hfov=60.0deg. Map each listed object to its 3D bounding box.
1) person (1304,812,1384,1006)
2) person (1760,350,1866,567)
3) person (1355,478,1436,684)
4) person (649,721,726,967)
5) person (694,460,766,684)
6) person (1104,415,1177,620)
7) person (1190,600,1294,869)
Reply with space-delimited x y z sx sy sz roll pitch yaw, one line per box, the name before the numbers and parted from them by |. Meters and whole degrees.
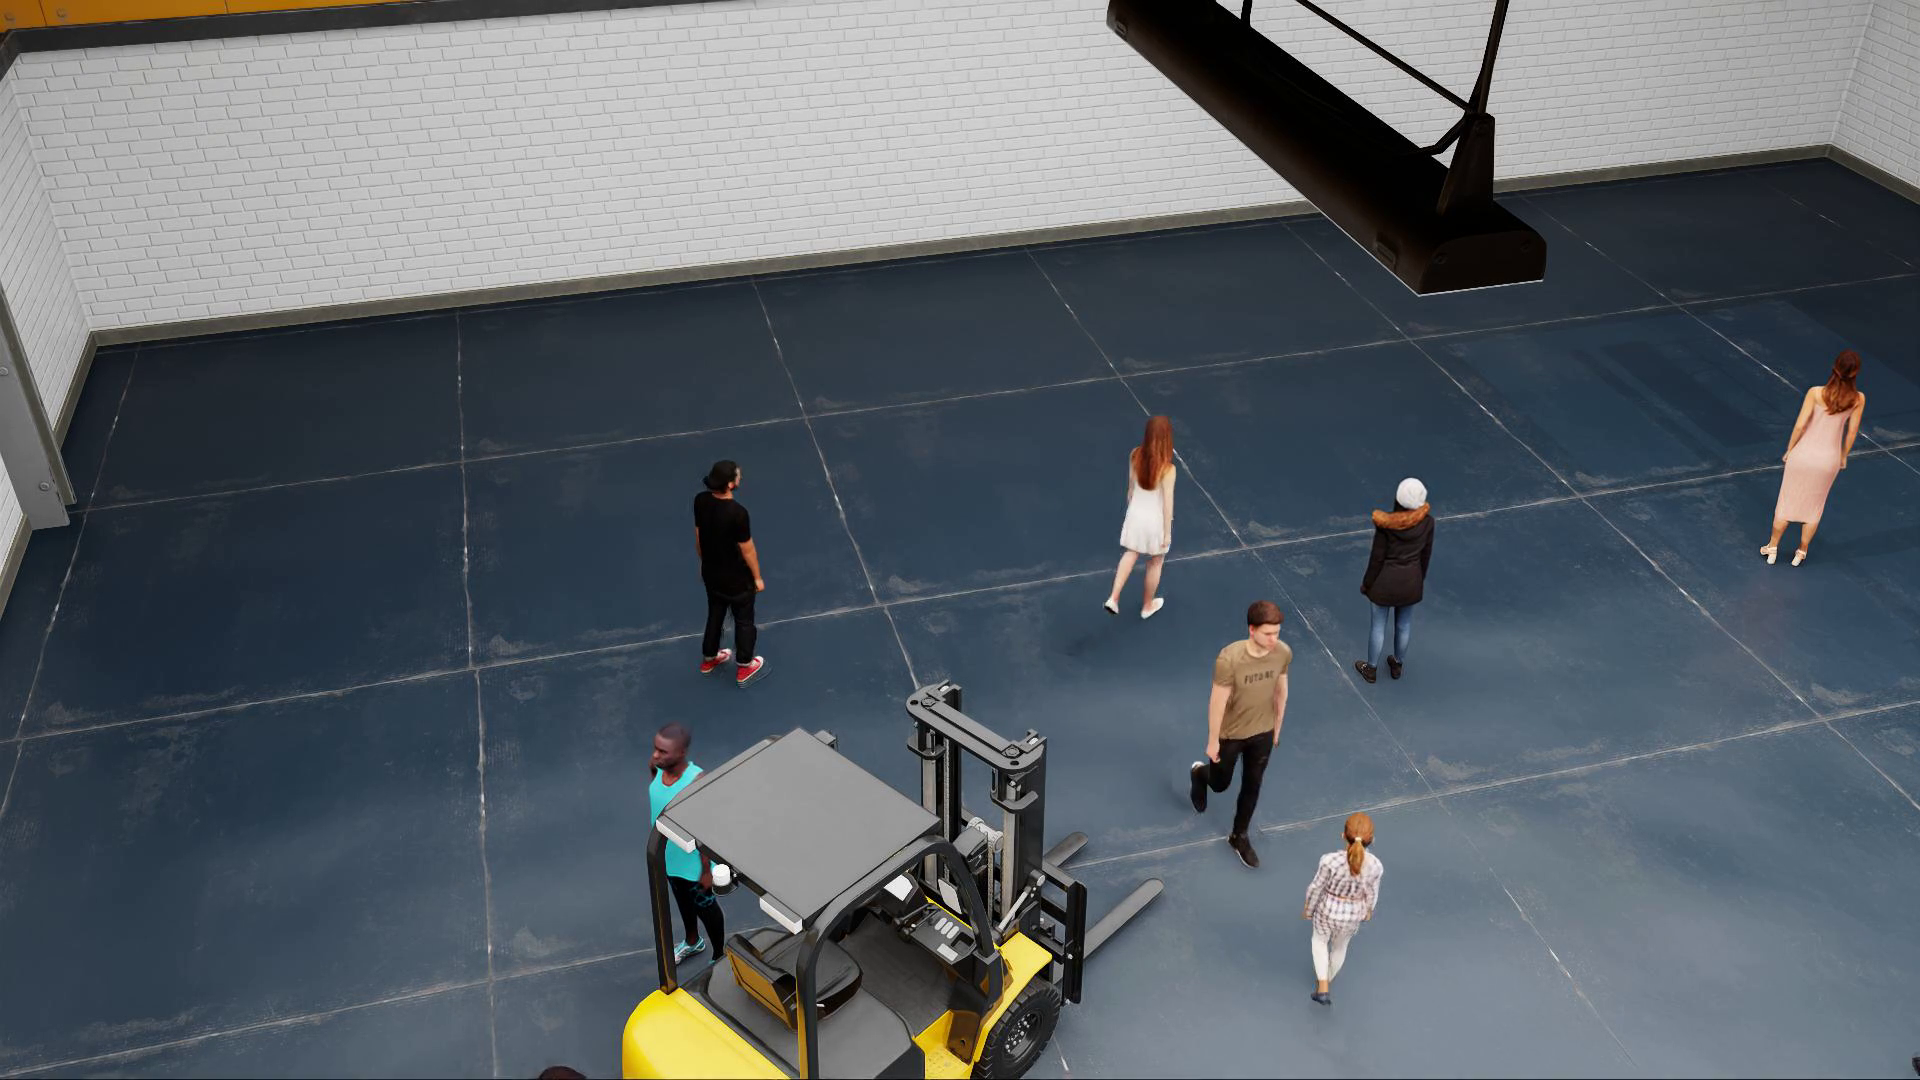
person | 2.079 2.062 9.055 0.655 1.297 0.728 3 34 4
person | 6.478 -0.613 12.597 0.666 1.832 0.676 10 35 14
person | 2.999 0.275 11.440 0.656 1.633 0.635 -5 34 -7
person | -1.489 1.714 9.115 0.647 1.811 0.757 26 42 33
person | -1.602 0.239 11.390 0.736 1.748 0.812 17 37 24
person | 1.298 -0.105 11.954 0.881 1.699 0.896 25 41 33
person | 1.668 1.091 10.023 0.684 1.843 0.958 -12 35 -17
